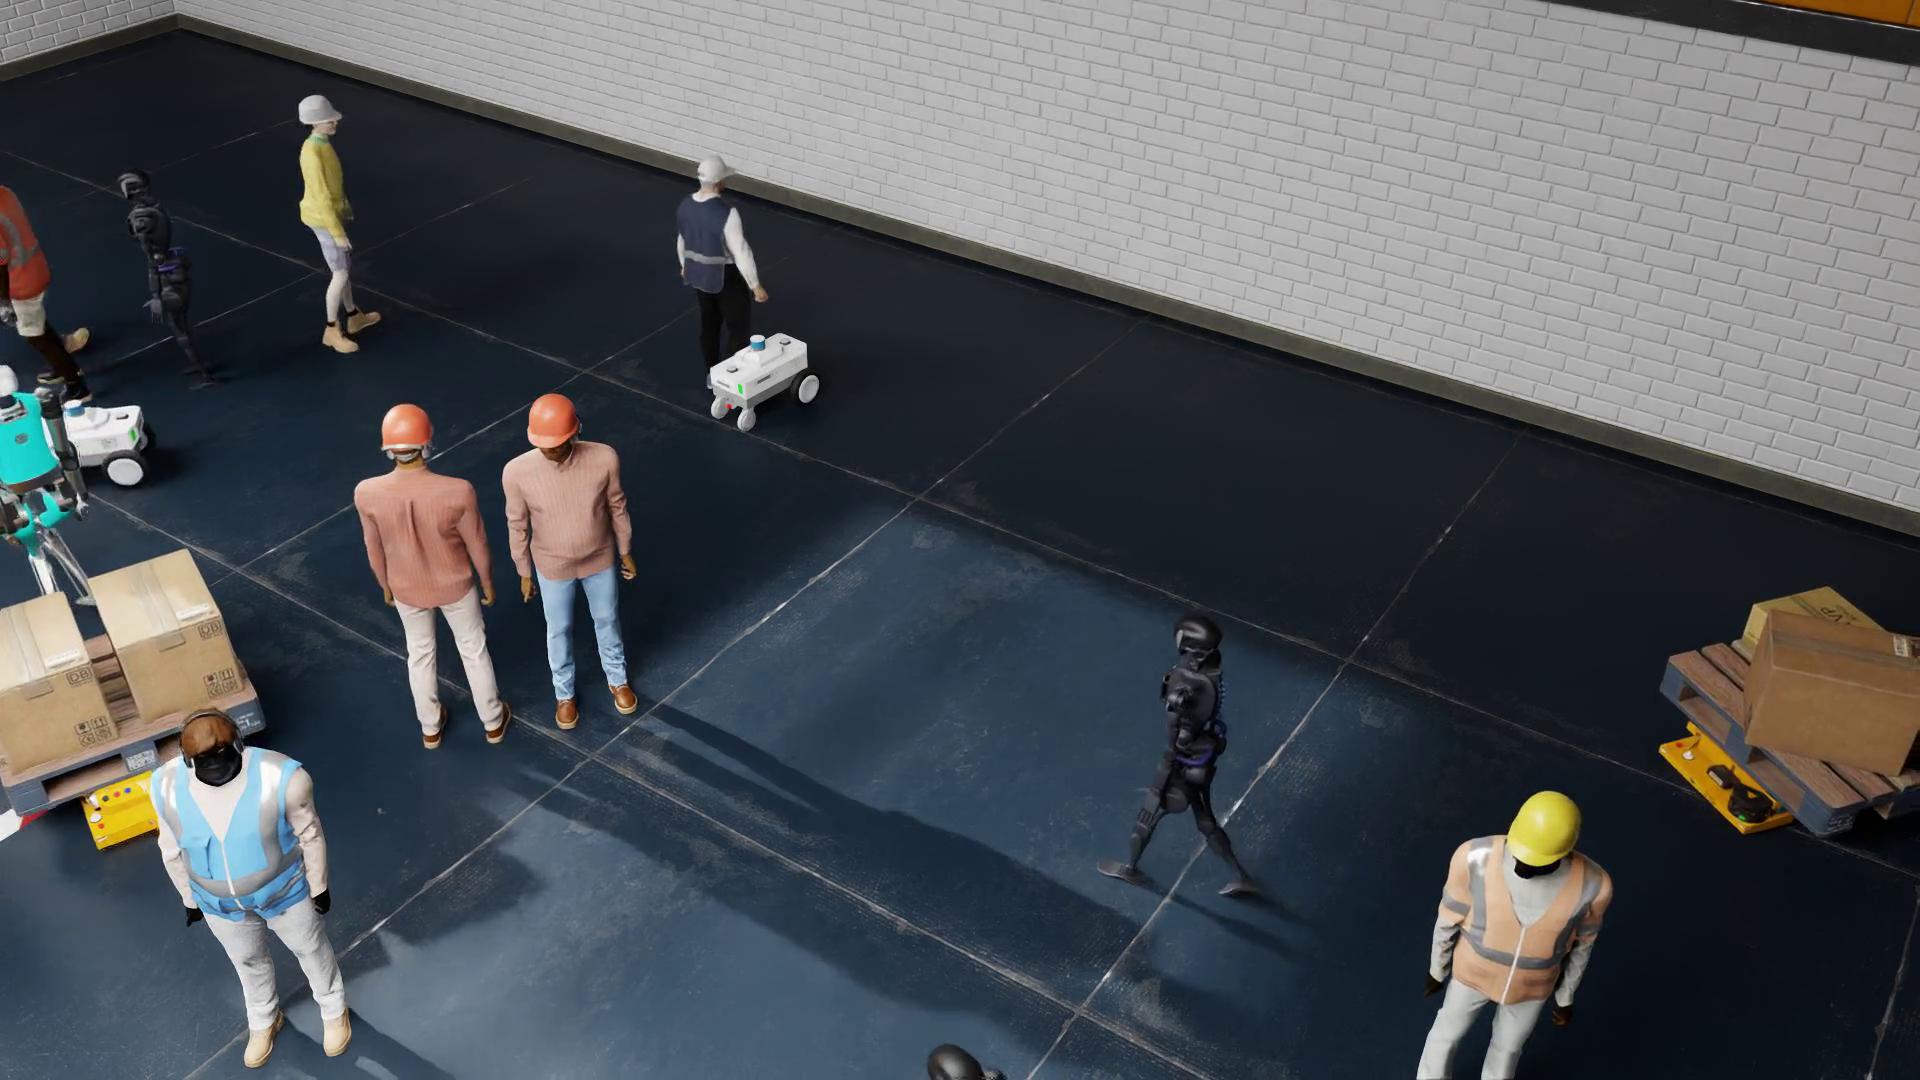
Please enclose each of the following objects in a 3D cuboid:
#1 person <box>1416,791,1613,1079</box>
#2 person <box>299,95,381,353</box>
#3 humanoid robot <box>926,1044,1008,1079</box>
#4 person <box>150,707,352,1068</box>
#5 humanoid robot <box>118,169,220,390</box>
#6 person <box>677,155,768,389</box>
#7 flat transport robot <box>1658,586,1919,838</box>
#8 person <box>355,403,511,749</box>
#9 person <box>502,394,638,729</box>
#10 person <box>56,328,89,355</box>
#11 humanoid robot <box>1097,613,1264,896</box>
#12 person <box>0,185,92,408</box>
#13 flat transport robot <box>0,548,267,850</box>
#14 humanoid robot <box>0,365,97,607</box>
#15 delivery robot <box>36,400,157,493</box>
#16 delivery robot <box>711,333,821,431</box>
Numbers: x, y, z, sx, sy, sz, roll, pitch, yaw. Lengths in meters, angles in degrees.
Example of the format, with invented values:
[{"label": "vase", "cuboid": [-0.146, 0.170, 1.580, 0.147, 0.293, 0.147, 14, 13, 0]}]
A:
[{"label": "person", "cuboid": [2.105, 1.679, 6.422, 0.587, 1.924, 0.379, 9, 36, 12]}, {"label": "person", "cuboid": [-4.611, -2.348, 12.210, 0.472, 1.892, 0.709, -8, 36, -11]}, {"label": "humanoid robot", "cuboid": [-0.064, 2.287, 5.800, 0.690, 1.647, 0.616, 24, 42, 30]}, {"label": "person", "cuboid": [-2.898, 1.435, 6.839, 0.626, 1.847, 0.429, -5, 35, -7]}, {"label": "humanoid robot", "cuboid": [-5.537, -1.806, 11.616, 0.314, 1.657, 0.599, -7, 36, -10]}, {"label": "person", "cuboid": [-1.684, -1.825, 11.584, 0.774, 1.740, 0.509, 24, 42, 30]}, {"label": "flat transport robot", "cuboid": [4.468, 1.104, 8.686, 1.431, 0.231, 0.659, -11, 37, -16]}, {"label": "person", "cuboid": [-2.671, 0.199, 8.490, 0.613, 1.984, 0.415, -3, 35, -4]}, {"label": "person", "cuboid": [-1.989, 0.106, 8.611, 0.621, 1.990, 0.388, -13, 37, -18]}, {"label": "person", "cuboid": [-6.916, -1.955, 11.807, 0.954, 1.688, 0.630, -29, 44, -35]}, {"label": "humanoid robot", "cuboid": [1.064, 1.023, 7.617, 0.768, 1.639, 0.612, 17, 39, 23]}, {"label": "person", "cuboid": [-6.409, -1.760, 11.330, 0.435, 1.928, 0.665, -9, 36, -12]}, {"label": "flat transport robot", "cuboid": [-4.384, 1.028, 8.794, 0.659, 0.231, 1.431, -21, 40, -27]}, {"label": "humanoid robot", "cuboid": [-5.223, -0.243, 9.312, 0.750, 1.762, 0.537, 29, 44, 34]}, {"label": "delivery robot", "cuboid": [-5.742, -0.641, 10.924, 0.766, 0.587, 0.499, -9, 36, -13]}, {"label": "delivery robot", "cuboid": [-1.382, -1.154, 11.680, 0.499, 0.614, 0.803, 25, 42, 32]}]
